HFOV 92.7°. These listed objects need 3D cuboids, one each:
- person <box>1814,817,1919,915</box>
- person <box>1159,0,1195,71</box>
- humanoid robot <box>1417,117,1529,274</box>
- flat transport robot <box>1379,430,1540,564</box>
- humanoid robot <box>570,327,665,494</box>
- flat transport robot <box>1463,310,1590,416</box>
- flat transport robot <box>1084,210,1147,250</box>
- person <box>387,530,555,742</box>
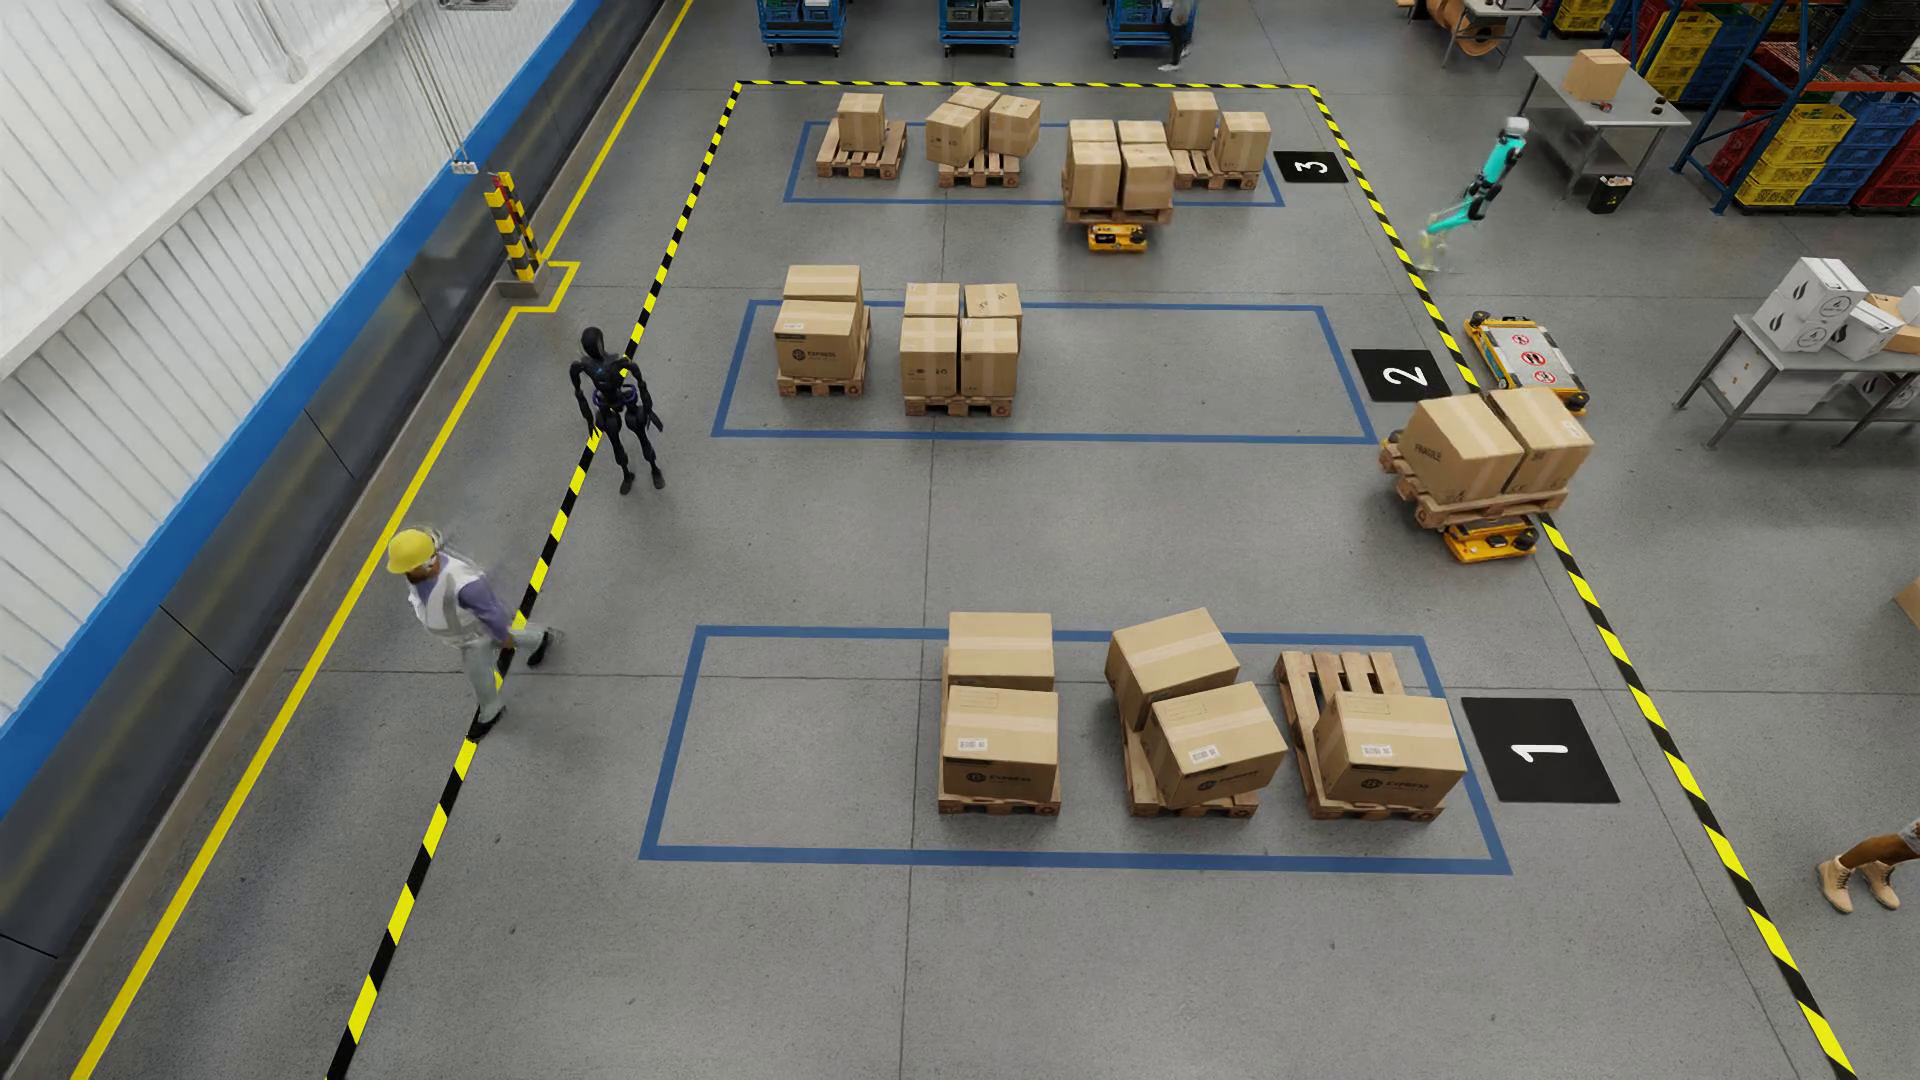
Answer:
[{"bbox_3d":[5.657,1.555,5.020,0.611,2.033,0.395,-2,49,-2],"label":"person"},{"bbox_3d":[3.142,-7.696,13.154,0.422,1.837,0.620,3,49,3],"label":"person"},{"bbox_3d":[5.257,-3.532,9.631,0.835,1.789,0.541,8,50,7],"label":"humanoid robot"},{"bbox_3d":[4.280,-0.435,7.891,0.652,0.197,1.431,-8,50,-7],"label":"flat transport robot"},{"bbox_3d":[-2.773,-1.041,7.492,0.599,1.657,0.315,-8,50,-7],"label":"humanoid robot"},{"bbox_3d":[5.573,-1.757,9.054,0.659,0.231,1.431,1,49,1],"label":"flat transport robot"},{"bbox_3d":[1.821,-3.928,10.914,0.652,0.197,1.431,1,49,1],"label":"flat transport robot"},{"bbox_3d":[-3.258,0.512,6.081,0.602,1.794,0.893,23,53,19],"label":"person"}]
